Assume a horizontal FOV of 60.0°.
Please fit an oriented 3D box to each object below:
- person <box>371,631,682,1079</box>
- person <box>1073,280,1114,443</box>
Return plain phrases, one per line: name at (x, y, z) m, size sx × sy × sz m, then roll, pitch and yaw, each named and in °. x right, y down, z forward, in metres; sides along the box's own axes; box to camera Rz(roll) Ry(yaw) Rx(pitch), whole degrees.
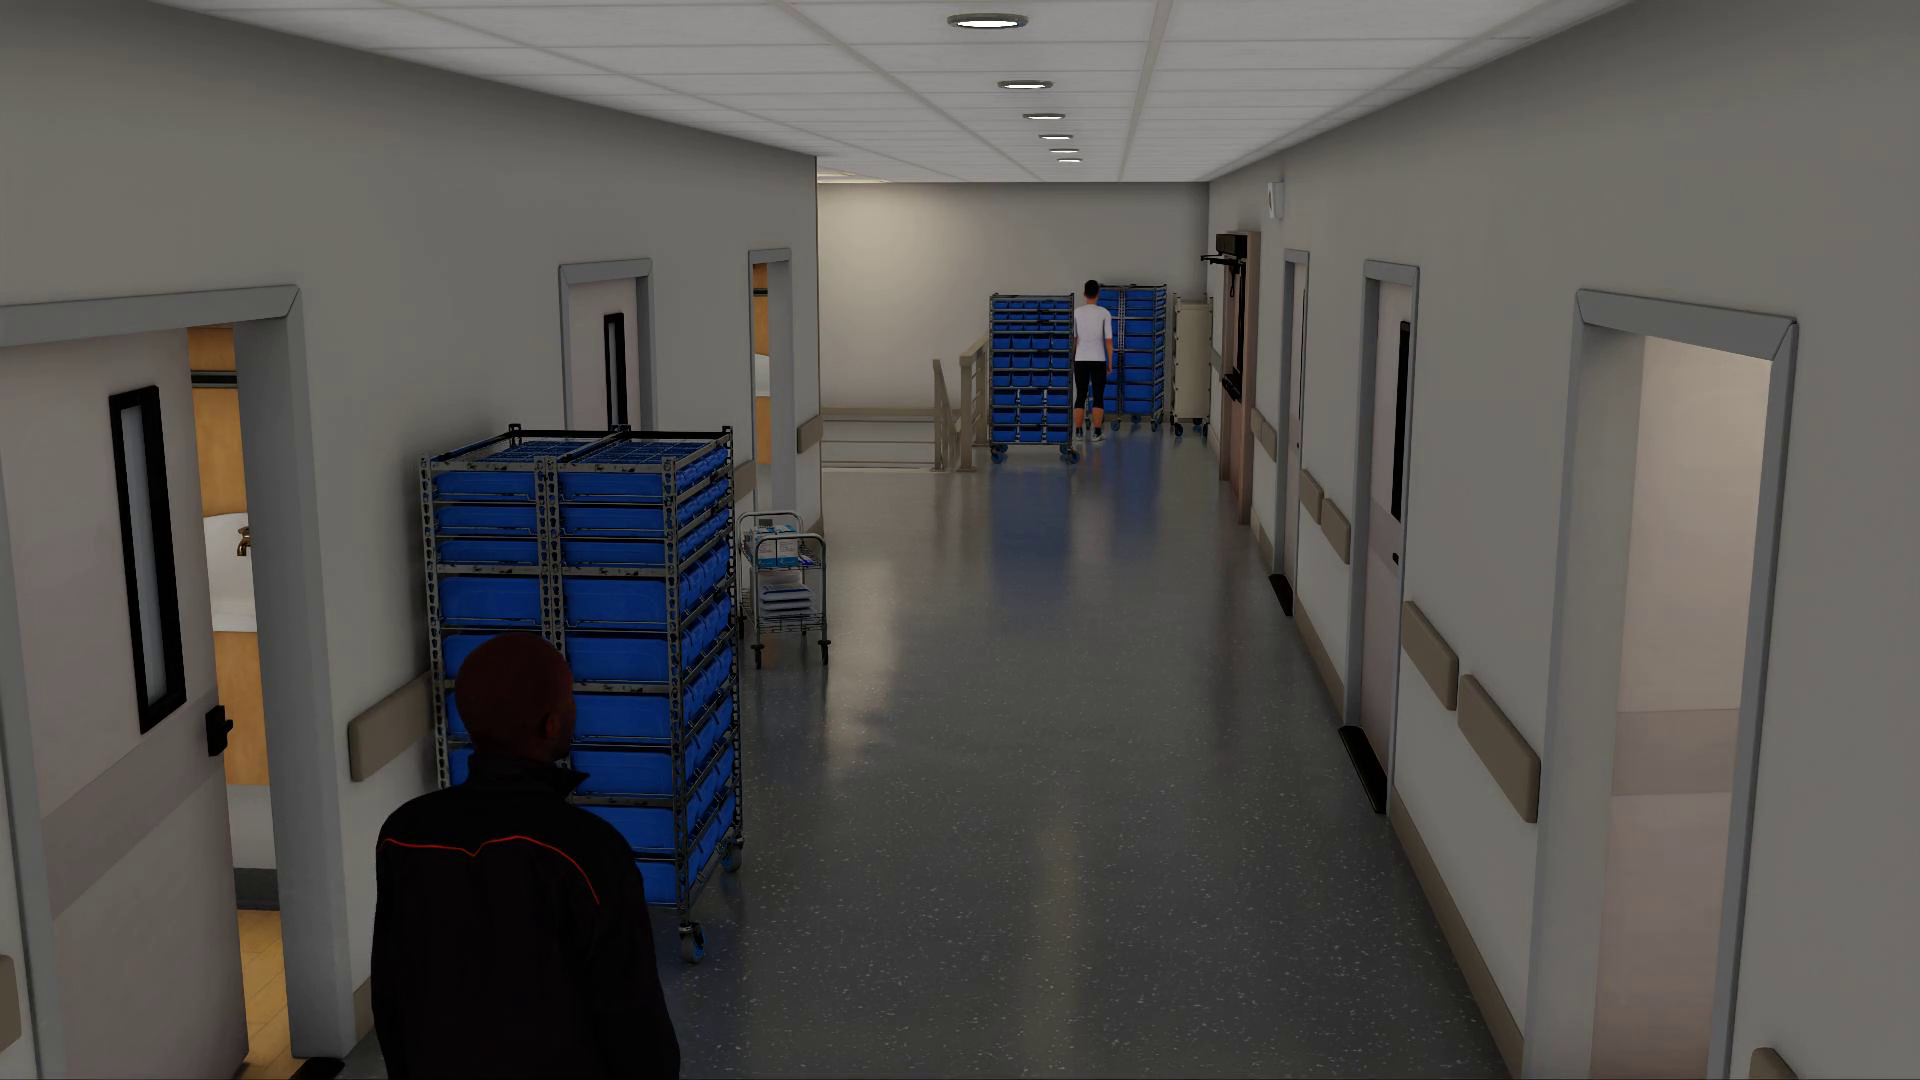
person at (-0.742, 1.042, 2.857) m, size 0.750 × 1.825 × 0.668 m, roll 3°, pitch 11°, yaw 17°
person at (1.504, -2.070, 19.194) m, size 0.694 × 1.847 × 0.606 m, roll 3°, pitch 11°, yaw 16°
